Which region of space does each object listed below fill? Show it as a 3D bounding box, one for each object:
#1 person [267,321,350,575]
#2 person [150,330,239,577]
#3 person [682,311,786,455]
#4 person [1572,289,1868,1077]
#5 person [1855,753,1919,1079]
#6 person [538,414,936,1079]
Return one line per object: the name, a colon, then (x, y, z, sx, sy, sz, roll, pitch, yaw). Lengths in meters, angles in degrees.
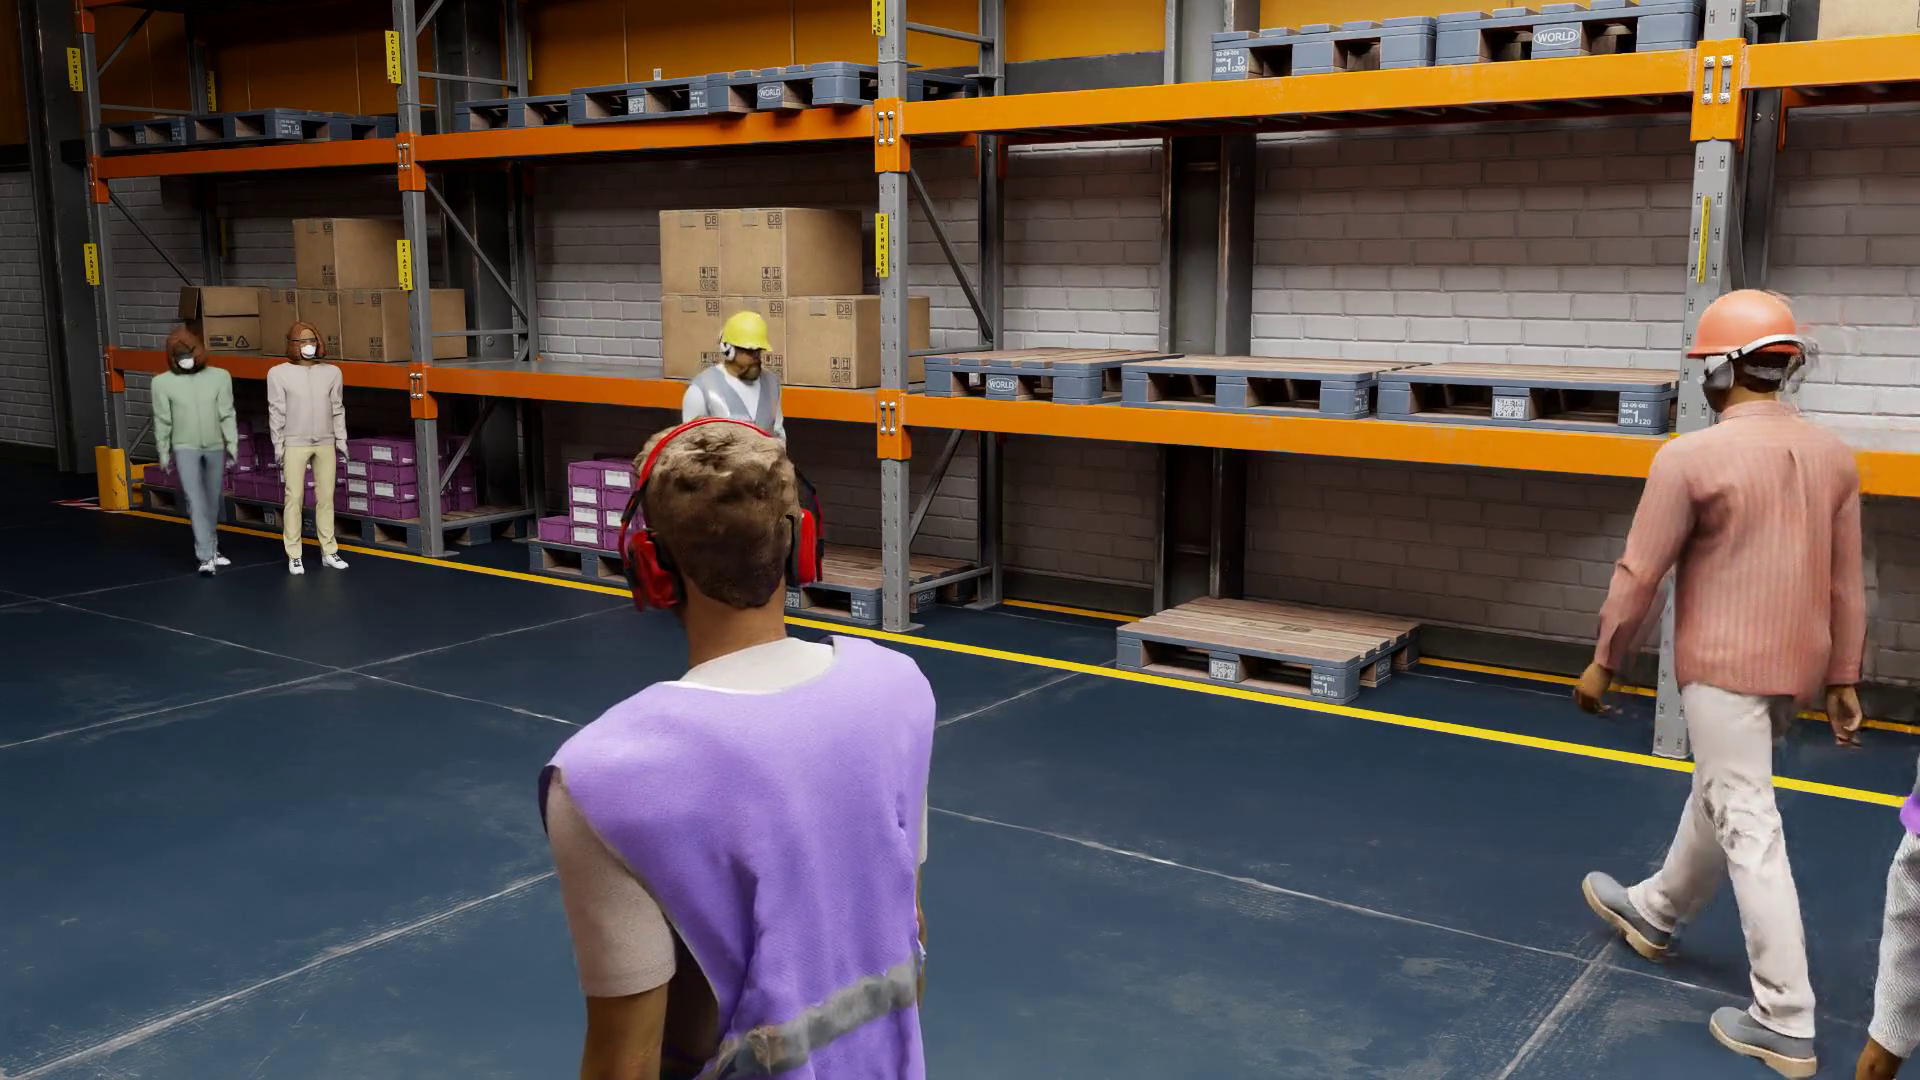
person: (-4.230, -0.601, 10.829, 0.497, 1.633, 0.283, -9, 13, -43)
person: (-4.934, -0.559, 10.747, 0.483, 1.577, 0.822, -8, 12, -38)
person: (-1.251, -0.316, 8.757, 0.727, 1.785, 0.654, 9, 13, 42)
person: (1.996, 0.321, 4.411, 0.624, 1.935, 1.003, -4, 10, -23)
person: (1.548, 0.713, 2.221, 0.516, 1.911, 0.604, -8, 12, -39)
person: (-0.236, 0.772, 2.033, 0.391, 1.841, 0.564, 8, 12, 39)
